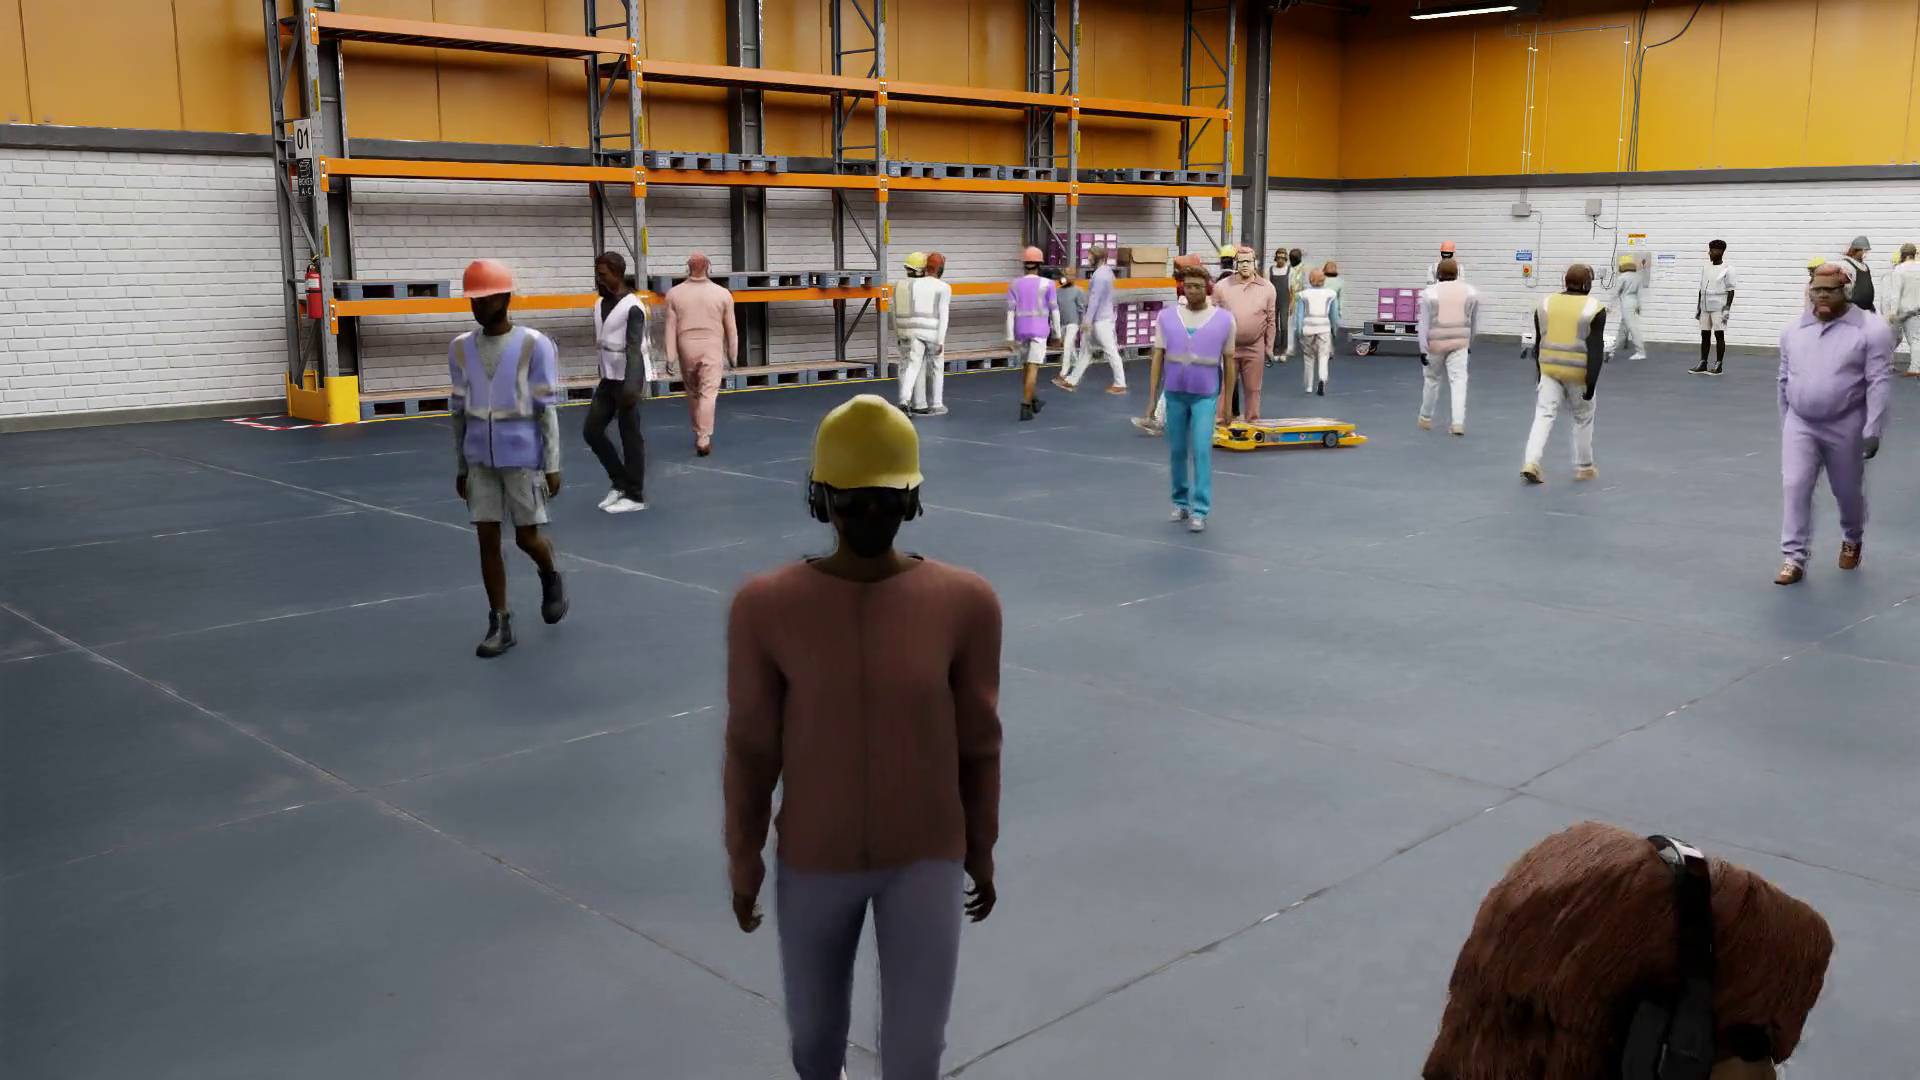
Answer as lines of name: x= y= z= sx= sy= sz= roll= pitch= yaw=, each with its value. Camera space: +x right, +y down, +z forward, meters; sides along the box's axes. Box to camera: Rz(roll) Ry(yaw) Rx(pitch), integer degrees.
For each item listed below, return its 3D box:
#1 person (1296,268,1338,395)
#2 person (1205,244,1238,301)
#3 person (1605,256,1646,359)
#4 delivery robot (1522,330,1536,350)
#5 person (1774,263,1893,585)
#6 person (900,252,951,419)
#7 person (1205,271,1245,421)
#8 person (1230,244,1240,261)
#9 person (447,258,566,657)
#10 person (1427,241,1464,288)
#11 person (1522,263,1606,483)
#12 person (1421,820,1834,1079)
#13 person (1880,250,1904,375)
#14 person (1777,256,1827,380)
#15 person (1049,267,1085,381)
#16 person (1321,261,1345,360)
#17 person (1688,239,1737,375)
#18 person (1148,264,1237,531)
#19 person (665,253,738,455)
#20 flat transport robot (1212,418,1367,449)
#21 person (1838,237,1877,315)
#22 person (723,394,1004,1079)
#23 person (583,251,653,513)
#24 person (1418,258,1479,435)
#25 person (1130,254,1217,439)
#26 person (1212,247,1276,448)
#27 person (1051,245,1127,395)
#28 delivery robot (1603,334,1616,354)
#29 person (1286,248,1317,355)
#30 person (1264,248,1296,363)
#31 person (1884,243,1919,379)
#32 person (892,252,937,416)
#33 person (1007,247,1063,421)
person: x=4.529 y=-2.640 z=21.109 sx=0.520 sy=1.615 sz=0.746 roll=2 pitch=11 yaw=9
person: x=3.348 y=-2.761 z=20.972 sx=0.587 sy=1.907 sz=0.549 roll=4 pitch=11 yaw=22
person: x=10.972 y=-3.825 z=27.374 sx=0.504 sy=1.676 sz=0.931 roll=-6 pitch=12 yaw=-30
delivery robot: x=9.514 y=-3.273 z=27.188 sx=0.477 sy=0.478 sz=0.707 roll=-3 pitch=11 yaw=-15
person: x=5.156 y=-0.698 z=9.841 sx=0.646 sy=1.867 sz=0.948 roll=10 pitch=14 yaw=42
person: x=-0.387 y=-2.268 z=18.461 sx=0.590 sy=1.849 sz=0.964 roll=4 pitch=11 yaw=23
person: x=2.738 y=-1.976 z=17.376 sx=0.539 sy=1.649 sz=0.871 roll=6 pitch=12 yaw=30
person: x=3.986 y=-3.364 z=24.316 sx=0.957 sy=1.886 sz=0.563 roll=-9 pitch=14 yaw=-40
person: x=-2.210 y=-0.416 z=8.155 sx=0.555 sy=1.917 sz=0.656 roll=2 pitch=11 yaw=9
person: x=7.425 y=-3.605 z=25.481 sx=0.551 sy=1.936 sz=0.356 roll=3 pitch=11 yaw=16
person: x=4.953 y=-1.358 z=13.612 sx=0.629 sy=1.807 sz=0.931 roll=10 pitch=14 yaw=44
person: x=0.387 y=1.003 z=1.246 sx=0.613 sy=1.615 sz=0.337 roll=-8 pitch=13 yaw=-36
person: x=13.635 y=-3.321 z=24.281 sx=0.600 sy=1.837 sz=0.468 roll=-7 pitch=13 yaw=-34
person: x=11.761 y=-3.033 z=22.913 sx=0.544 sy=1.736 sz=0.744 roll=-6 pitch=12 yaw=-29
person: x=1.509 y=-2.974 z=22.987 sx=0.516 sy=1.595 sz=0.846 roll=8 pitch=13 yaw=37
person: x=6.014 y=-3.736 z=27.118 sx=0.511 sy=1.605 sz=0.781 roll=-1 pitch=10 yaw=-6
person: x=10.942 y=-3.373 z=24.146 sx=0.368 sy=1.963 sz=0.600 roll=-4 pitch=11 yaw=-22
person: x=1.613 y=-0.996 z=11.570 sx=0.579 sy=1.844 sz=0.476 roll=4 pitch=11 yaw=22
person: x=-2.407 y=-1.735 z=15.527 sx=0.658 sy=1.864 sz=1.013 roll=0 pitch=10 yaw=1
flat transport robot: x=3.128 y=-1.035 z=16.015 sx=1.431 sy=0.197 sz=0.652 roll=-4 pitch=11 yaw=-19
person: x=13.628 y=-3.596 z=25.155 sx=0.696 sy=2.000 sz=1.030 roll=-8 pitch=13 yaw=-37
person: x=-0.185 y=0.575 z=3.226 sx=0.530 sy=1.744 sz=0.746 roll=-1 pitch=10 yaw=-6
person: x=-2.499 y=-1.134 z=12.090 sx=0.496 sy=1.901 sz=0.626 roll=-9 pitch=14 yaw=-41
person: x=4.995 y=-1.988 z=17.097 sx=0.622 sy=1.791 sz=1.004 roll=1 pitch=10 yaw=3
person: x=2.173 y=-1.896 z=16.473 sx=0.977 sy=1.826 sz=0.564 roll=3 pitch=11 yaw=14
person: x=2.688 y=-1.823 z=15.848 sx=0.636 sy=1.911 sz=0.405 roll=1 pitch=10 yaw=4
person: x=1.676 y=-2.785 z=21.132 sx=0.999 sy=1.885 sz=0.651 roll=0 pitch=10 yaw=3
delivery robot: x=10.088 y=-3.159 z=26.568 sx=0.707 sy=0.478 sz=0.477 roll=6 pitch=12 yaw=31
person: x=5.727 y=-4.024 z=28.116 sx=0.615 sy=1.814 sz=0.639 roll=-7 pitch=12 yaw=-32
person: x=5.063 y=-3.736 z=26.531 sx=0.512 sy=1.813 sz=0.800 roll=4 pitch=11 yaw=20
person: x=13.334 y=-3.250 z=23.642 sx=0.666 sy=1.896 sz=0.936 roll=-3 pitch=11 yaw=-18
person: x=-0.503 y=-2.308 z=18.694 sx=0.403 sy=1.832 sz=0.593 roll=-9 pitch=14 yaw=-40
person: x=0.844 y=-2.297 z=18.478 sx=0.555 sy=1.884 sz=0.998 roll=5 pitch=11 yaw=25
